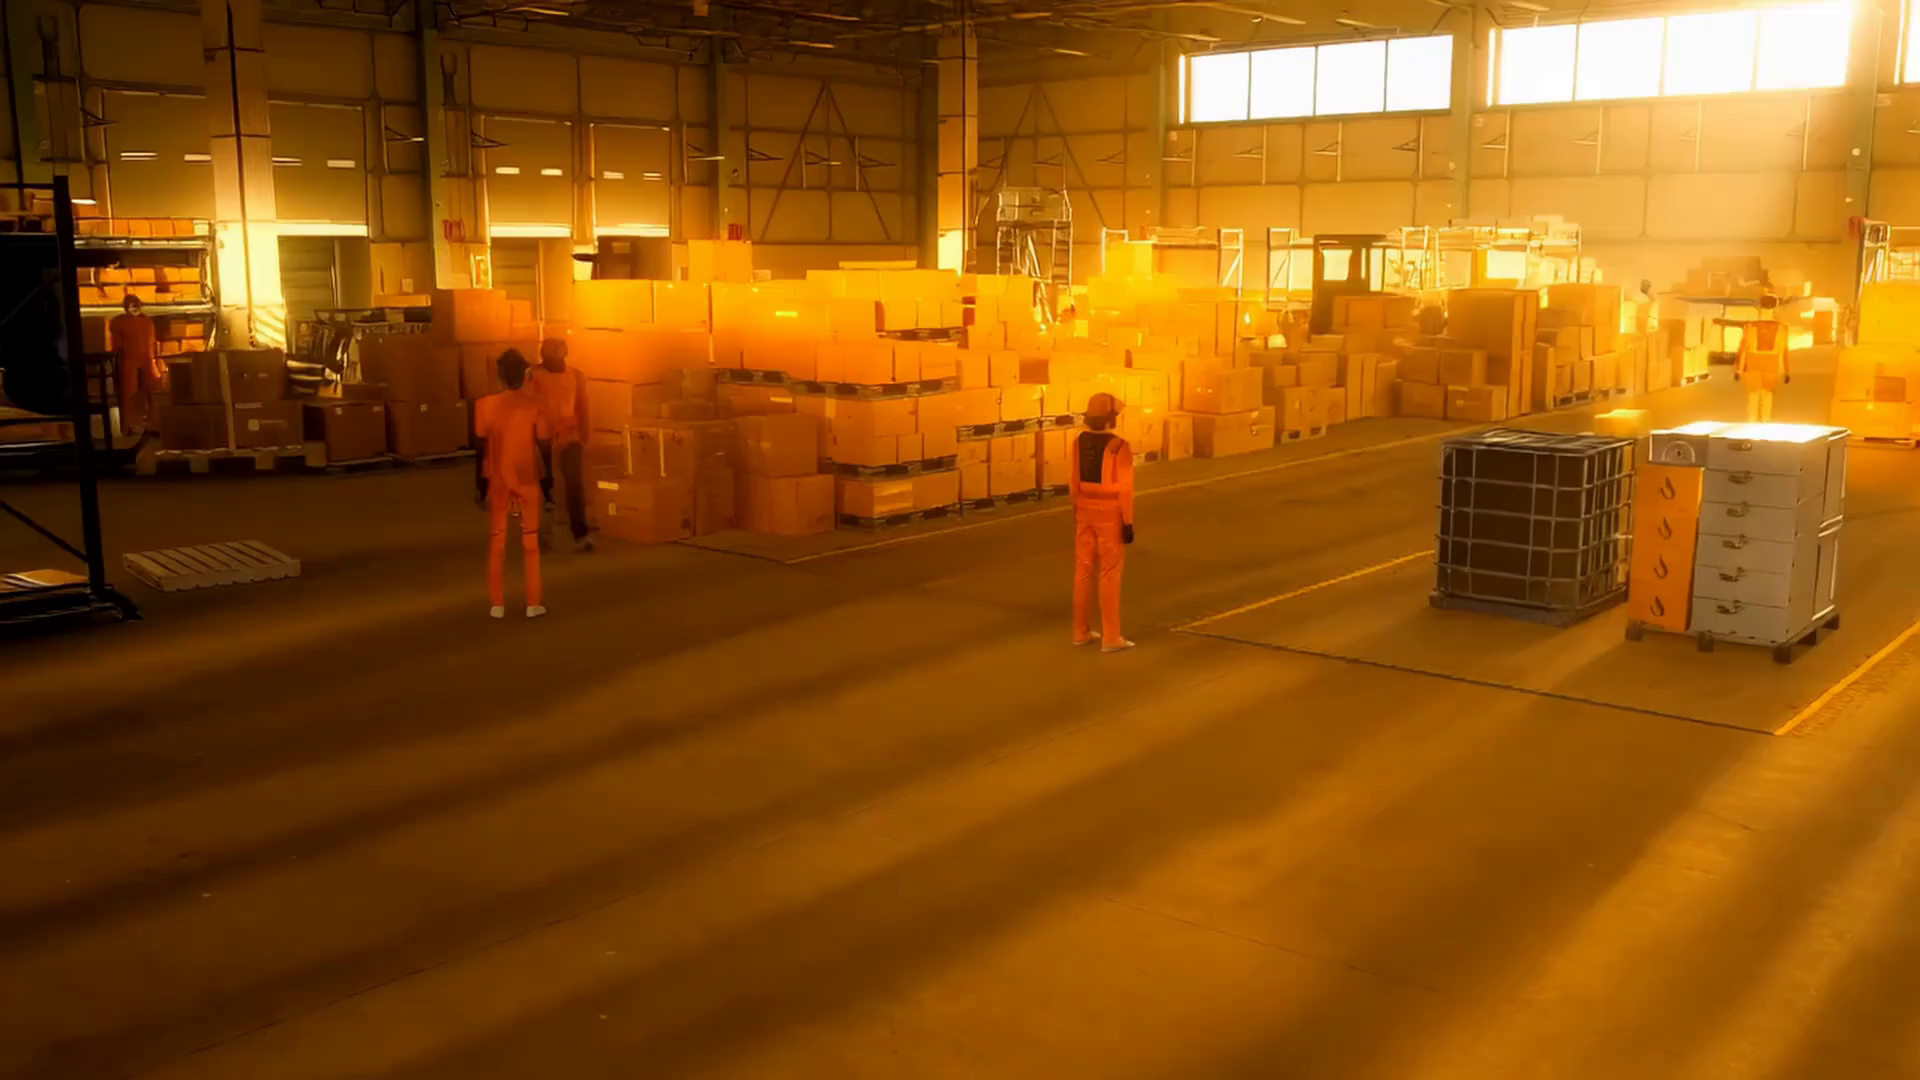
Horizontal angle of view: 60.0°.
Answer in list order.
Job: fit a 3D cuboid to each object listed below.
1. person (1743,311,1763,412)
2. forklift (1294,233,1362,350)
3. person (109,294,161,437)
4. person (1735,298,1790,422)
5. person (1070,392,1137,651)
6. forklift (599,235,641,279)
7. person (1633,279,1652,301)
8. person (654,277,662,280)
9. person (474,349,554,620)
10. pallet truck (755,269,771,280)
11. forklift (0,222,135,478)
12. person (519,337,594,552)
[{"bbox_3d":[12.430,-2.802,25.796,0.535,1.667,0.781,4,11,21],"label":"person"},{"bbox_3d":[7.376,-4.620,32.697,1.129,2.768,1.873,-2,10,-9],"label":"forklift"},{"bbox_3d":[-11.045,-2.328,22.327,0.370,1.941,0.627,6,12,32],"label":"person"},{"bbox_3d":[10.796,-2.306,22.380,0.642,1.864,0.998,4,11,23],"label":"person"},{"bbox_3d":[0.903,-0.115,10.576,0.307,1.640,0.519,-9,13,-41],"label":"person"},{"bbox_3d":[-7.658,-5.503,37.722,1.873,2.768,1.129,8,13,40],"label":"forklift"},{"bbox_3d":[13.822,-4.293,33.572,0.569,1.912,0.725,6,12,32],"label":"person"},{"bbox_3d":[-6.514,-4.724,36.013,0.637,1.929,0.368,-5,11,-24],"label":"person"},{"bbox_3d":[-3.067,-0.371,11.424,0.526,1.859,0.355,-2,10,-9],"label":"person"},{"bbox_3d":[-4.996,-6.432,45.525,1.885,1.965,0.823,-6,12,-32],"label":"pallet truck"},{"bbox_3d":[-10.307,-2.092,18.300,1.873,2.768,1.129,-3,10,-18],"label":"forklift"},{"bbox_3d":[-3.377,-0.787,13.940,0.633,1.806,0.860,-4,11,-22],"label":"person"}]
